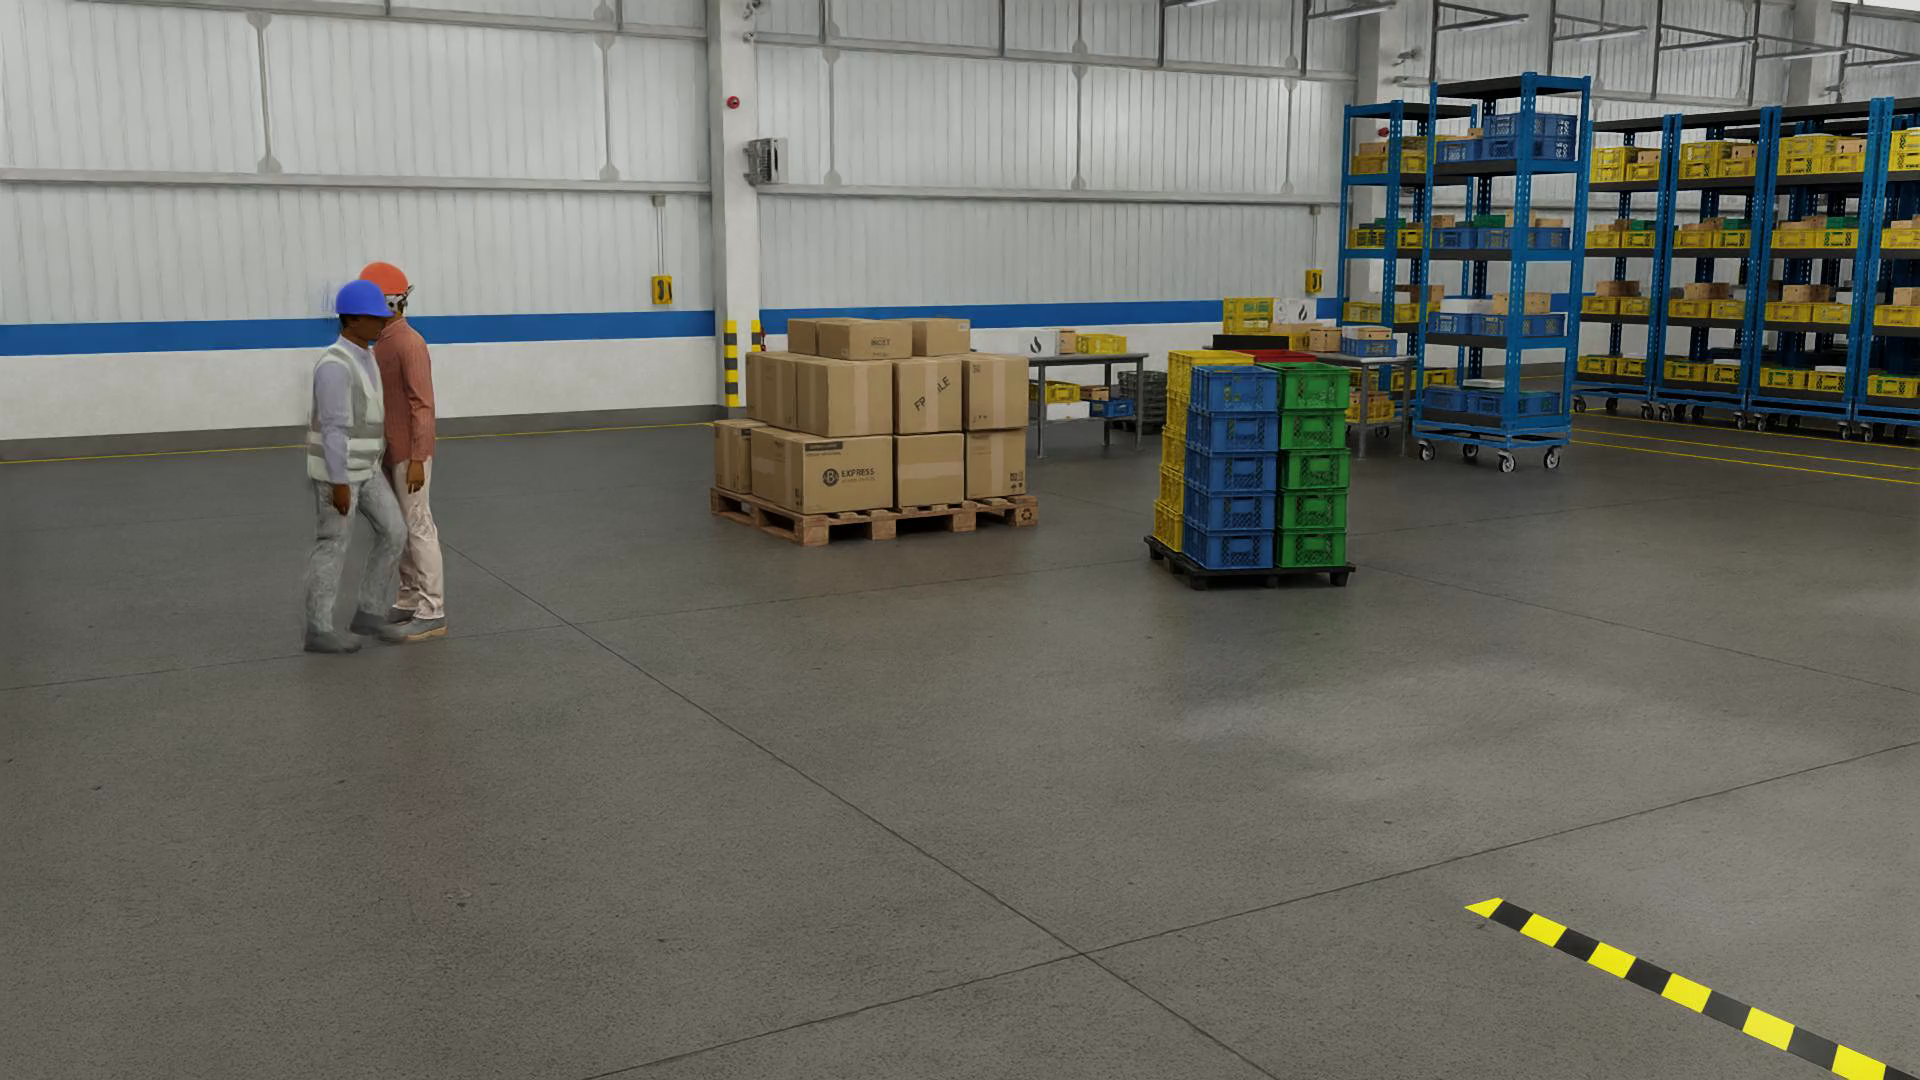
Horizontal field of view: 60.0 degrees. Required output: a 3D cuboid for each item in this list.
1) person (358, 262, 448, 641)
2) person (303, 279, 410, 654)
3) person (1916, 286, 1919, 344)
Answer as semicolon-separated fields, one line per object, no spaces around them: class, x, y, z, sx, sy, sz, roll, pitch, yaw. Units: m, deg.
person;-2.983;-0.466;8.817;0.397;1.992;0.621;-7;12;-35
person;-3.105;-0.358;8.459;0.595;1.908;0.622;0;10;0
person;16.326;-3.779;28.035;0.569;1.838;0.386;3;10;17
